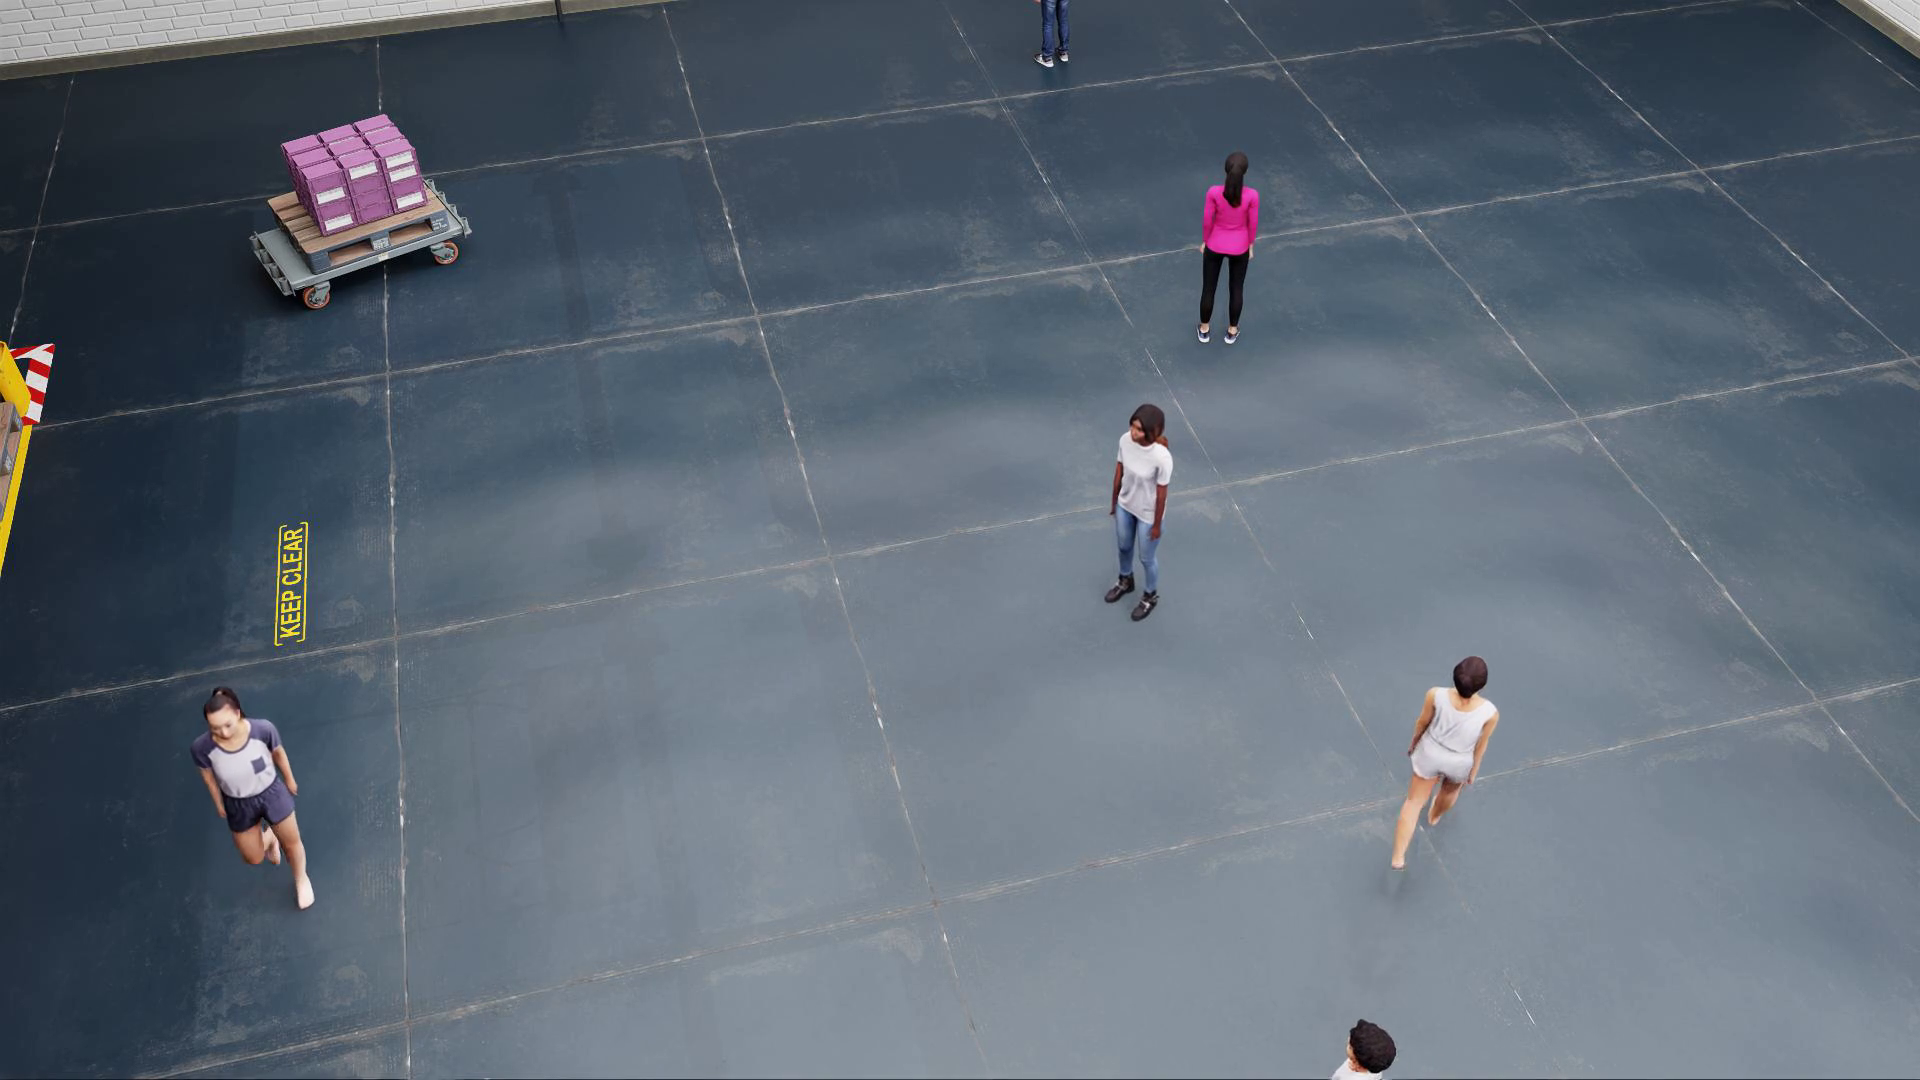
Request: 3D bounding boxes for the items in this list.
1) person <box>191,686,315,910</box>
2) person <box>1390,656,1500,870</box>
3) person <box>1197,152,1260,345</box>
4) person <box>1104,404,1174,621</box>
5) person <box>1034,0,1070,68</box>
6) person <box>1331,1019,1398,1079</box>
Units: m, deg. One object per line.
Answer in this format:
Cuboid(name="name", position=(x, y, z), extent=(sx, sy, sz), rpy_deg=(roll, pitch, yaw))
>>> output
Cuboid(name="person", position=(-3.943, 1.398, 9.298), extent=(0.651, 1.641, 0.752), rpy_deg=(-16, 46, -16))
Cuboid(name="person", position=(2.740, 1.283, 9.462), extent=(0.967, 1.581, 1.054), rpy_deg=(19, 47, 19))
Cuboid(name="person", position=(2.112, -2.305, 13.144), extent=(0.673, 1.698, 0.694), rpy_deg=(6, 44, 7))
Cuboid(name="person", position=(1.186, -0.195, 10.913), extent=(0.714, 1.721, 0.605), rpy_deg=(-34, 53, -31))
Cuboid(name="person", position=(0.941, -5.527, 16.625), extent=(0.590, 1.562, 0.587), rpy_deg=(-23, 48, -22))
Cuboid(name="person", position=(1.957, 2.798, 8.129), extent=(0.929, 1.227, 0.783), rpy_deg=(32, 52, 29))
